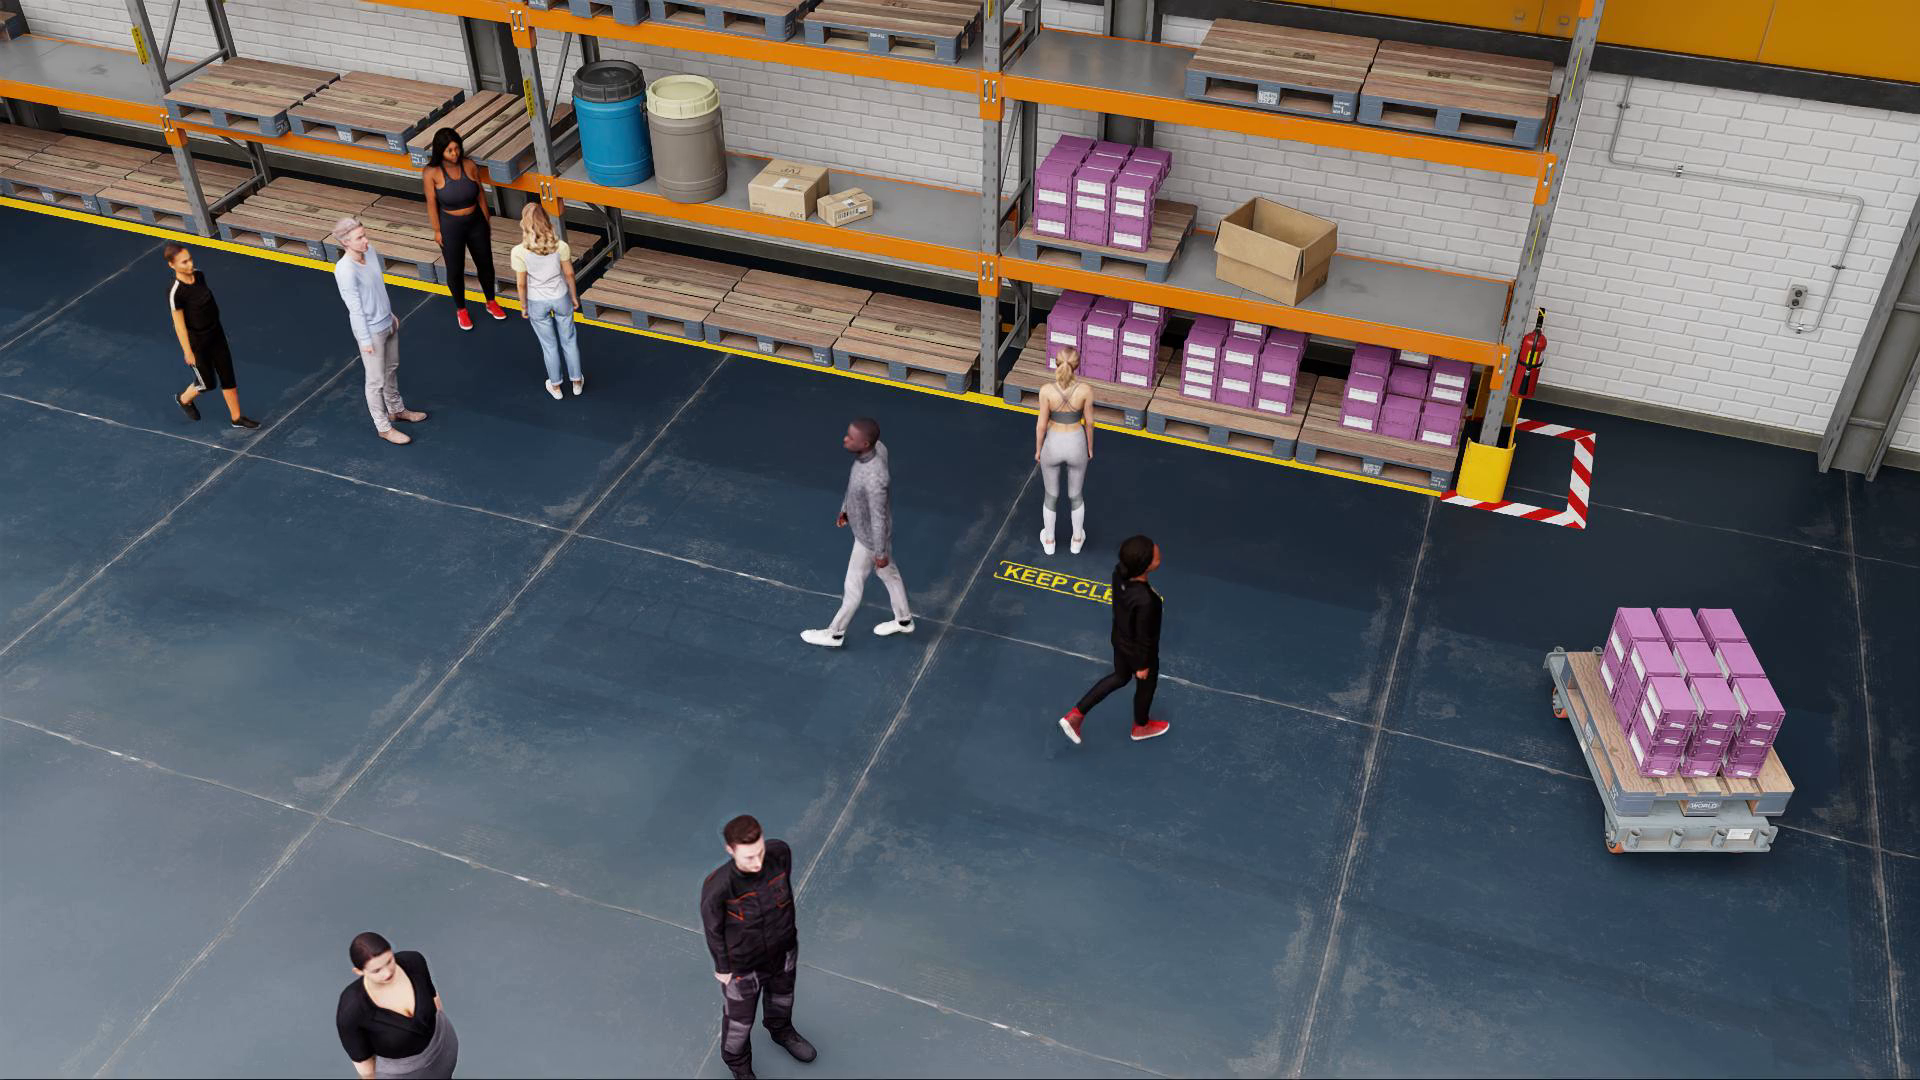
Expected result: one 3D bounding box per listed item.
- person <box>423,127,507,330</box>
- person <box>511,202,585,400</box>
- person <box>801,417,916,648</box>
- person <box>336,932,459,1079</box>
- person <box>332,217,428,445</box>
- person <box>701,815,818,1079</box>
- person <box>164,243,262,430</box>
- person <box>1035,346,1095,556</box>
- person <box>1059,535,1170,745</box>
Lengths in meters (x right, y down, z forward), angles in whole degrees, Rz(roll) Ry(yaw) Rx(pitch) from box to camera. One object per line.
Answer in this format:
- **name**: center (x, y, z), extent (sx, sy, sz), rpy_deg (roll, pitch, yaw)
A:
- **person**: center (-4.288, -2.708, 14.318), extent (0.773, 1.815, 0.812), rpy_deg (-22, 43, -25)
- **person**: center (-3.308, -1.917, 13.402), extent (0.698, 1.722, 0.767), rpy_deg (-15, 41, -18)
- **person**: center (-0.495, -0.046, 10.990), extent (1.133, 1.810, 0.945), rpy_deg (-2, 39, -2)
- **person**: center (-2.642, 2.451, 7.903), extent (0.698, 1.760, 0.722), rpy_deg (23, 44, 26)
- **person**: center (-4.560, -1.652, 12.933), extent (0.638, 1.893, 0.709), rpy_deg (6, 39, 7)
- **person**: center (-1.009, 2.041, 8.295), extent (0.770, 1.911, 0.743), rpy_deg (-31, 48, -33)
- **person**: center (-6.000, -1.584, 13.042), extent (0.891, 1.652, 0.626), rpy_deg (8, 39, 10)
- **person**: center (0.738, -0.632, 11.809), extent (0.554, 1.702, 0.687), rpy_deg (0, 39, 0)
- **person**: center (0.997, 0.664, 10.221), extent (1.066, 1.659, 0.975), rpy_deg (-13, 41, -16)
